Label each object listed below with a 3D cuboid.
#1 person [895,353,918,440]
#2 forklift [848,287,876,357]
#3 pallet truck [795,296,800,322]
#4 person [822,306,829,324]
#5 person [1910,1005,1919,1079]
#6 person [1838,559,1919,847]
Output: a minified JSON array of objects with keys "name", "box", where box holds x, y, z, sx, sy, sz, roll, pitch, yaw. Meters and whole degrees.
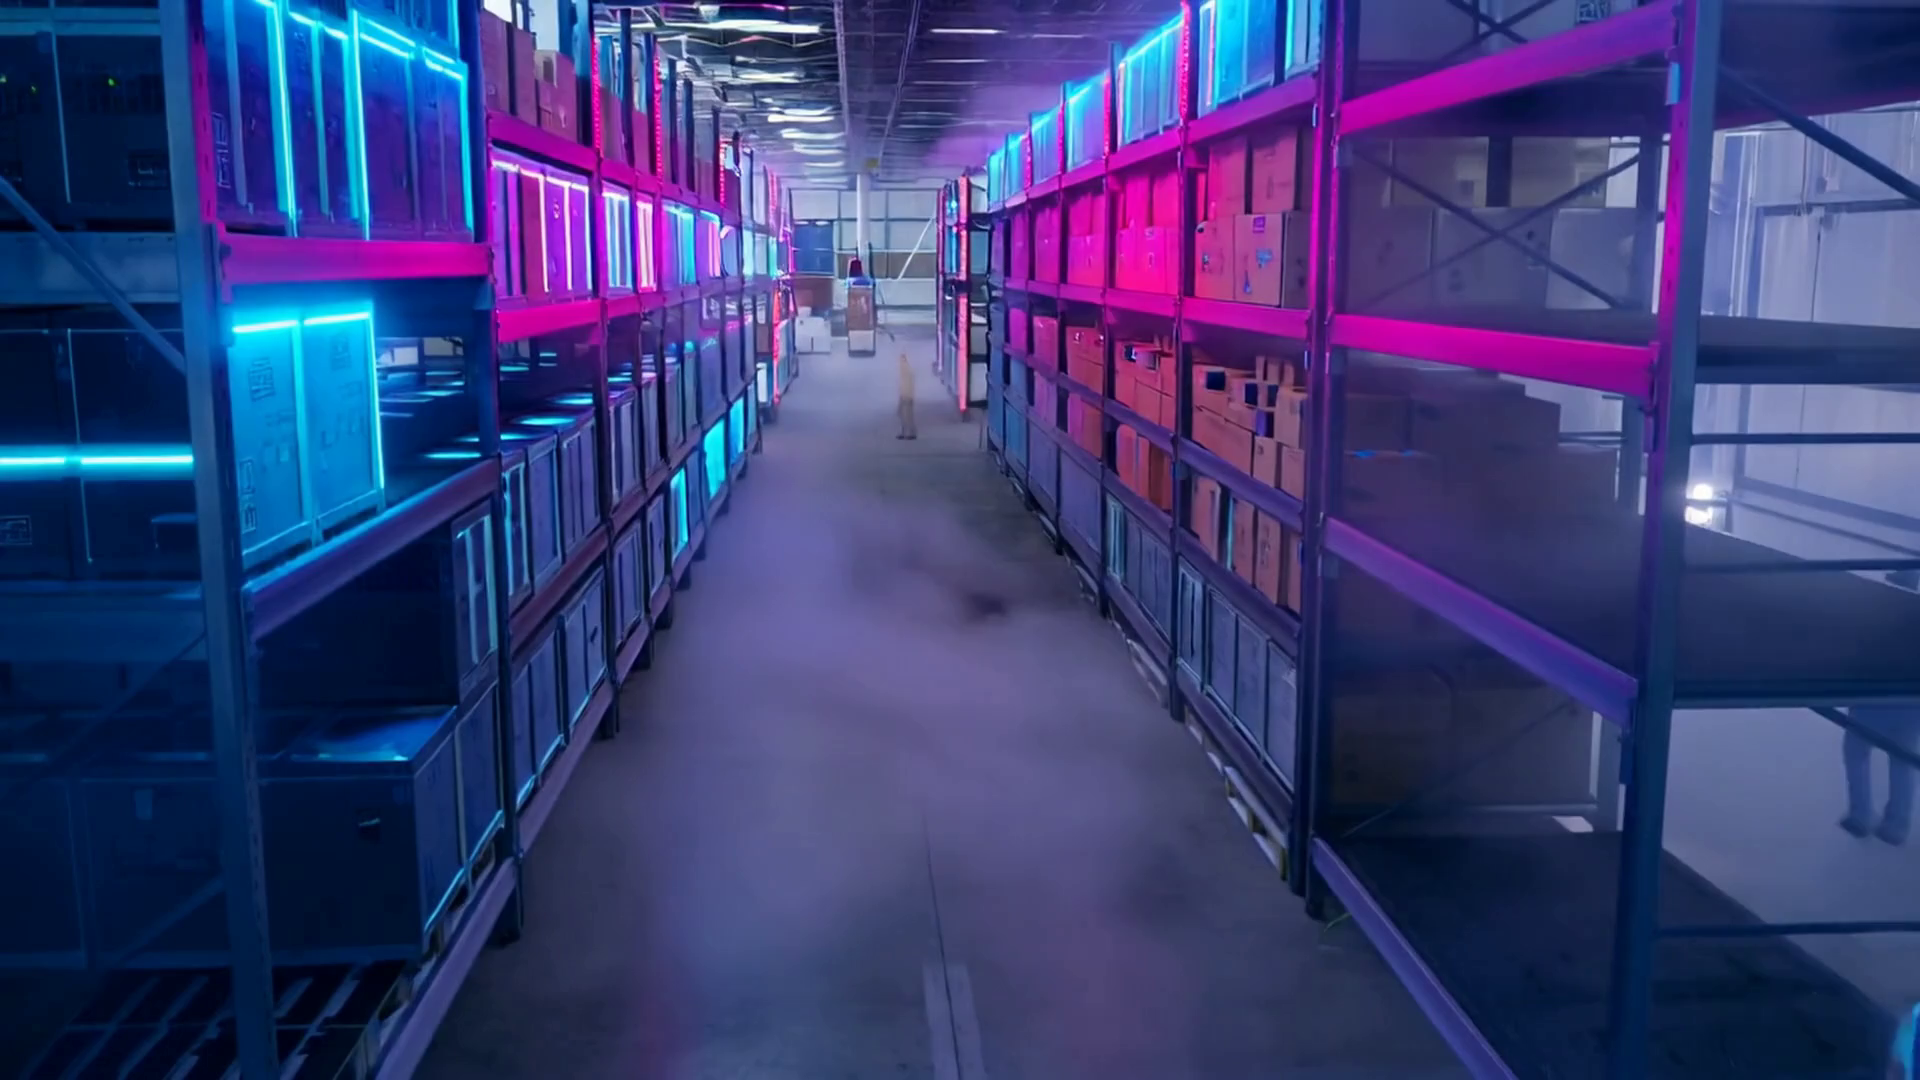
[{"name":"person","box":[-1.176,-3.100,35.950,0.600,1.875,0.782,-1,10,-6]},{"name":"forklift","box":[-3.955,-8.786,66.947,1.129,2.768,1.873,-1,10,-4]},{"name":"pallet truck","box":[-8.622,-12.439,91.403,1.885,1.965,0.823,2,10,13]},{"name":"person","box":[-6.580,-10.592,81.264,0.322,1.697,0.531,-4,10,-22]},{"name":"person","box":[3.242,2.048,5.142,0.908,1.900,0.569,-1,10,-4]},{"name":"person","box":[6.166,1.063,11.049,0.669,1.887,0.561,0,10,3]}]
